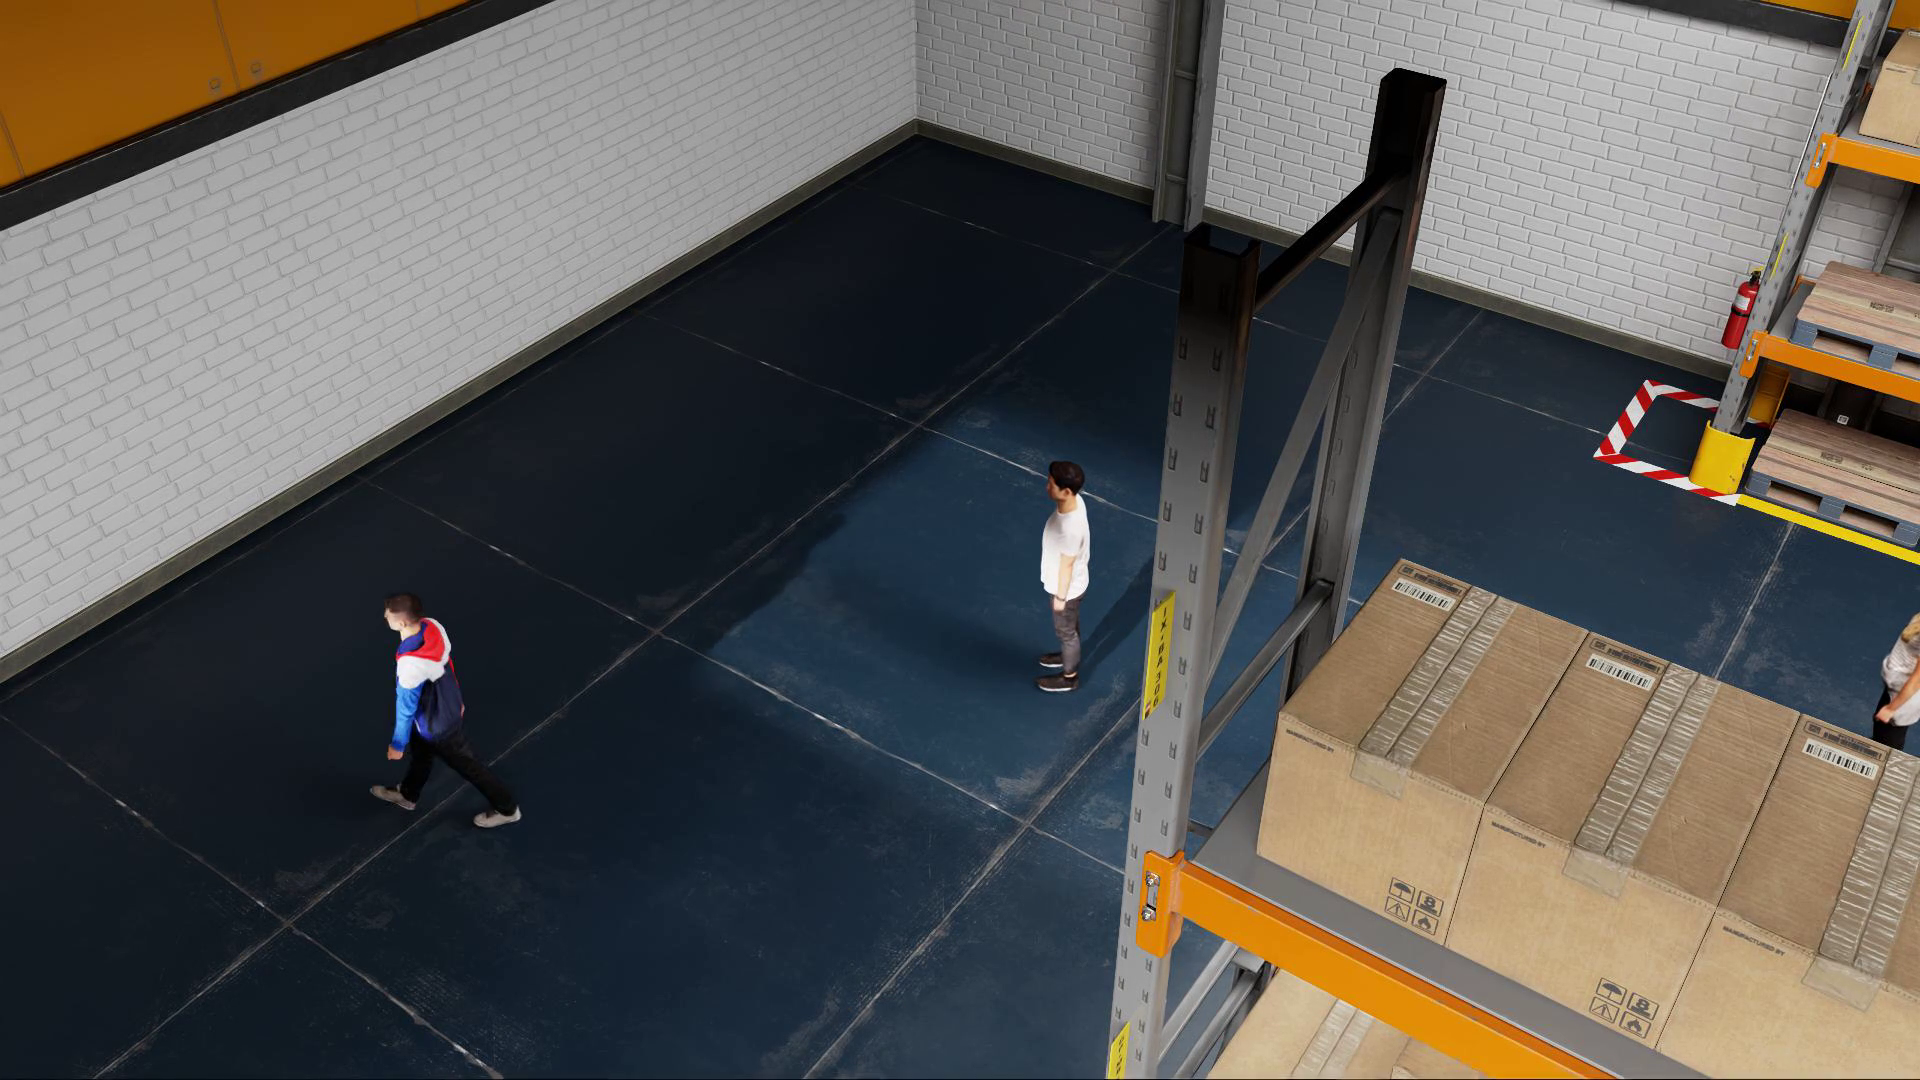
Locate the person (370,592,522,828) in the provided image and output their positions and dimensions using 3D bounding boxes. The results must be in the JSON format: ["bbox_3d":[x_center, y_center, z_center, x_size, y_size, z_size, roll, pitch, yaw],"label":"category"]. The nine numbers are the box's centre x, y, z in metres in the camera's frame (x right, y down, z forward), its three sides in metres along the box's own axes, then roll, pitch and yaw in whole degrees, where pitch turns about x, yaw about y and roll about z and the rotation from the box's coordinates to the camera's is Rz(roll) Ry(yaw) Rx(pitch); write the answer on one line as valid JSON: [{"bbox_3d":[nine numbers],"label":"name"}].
[{"bbox_3d":[-2.866,1.011,9.395,1.218,1.713,1.074,-1,39,-2],"label":"person"}]

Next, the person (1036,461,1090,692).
[{"bbox_3d":[0.669,0.222,10.379,0.713,1.718,0.690,0,39,0],"label":"person"}]
